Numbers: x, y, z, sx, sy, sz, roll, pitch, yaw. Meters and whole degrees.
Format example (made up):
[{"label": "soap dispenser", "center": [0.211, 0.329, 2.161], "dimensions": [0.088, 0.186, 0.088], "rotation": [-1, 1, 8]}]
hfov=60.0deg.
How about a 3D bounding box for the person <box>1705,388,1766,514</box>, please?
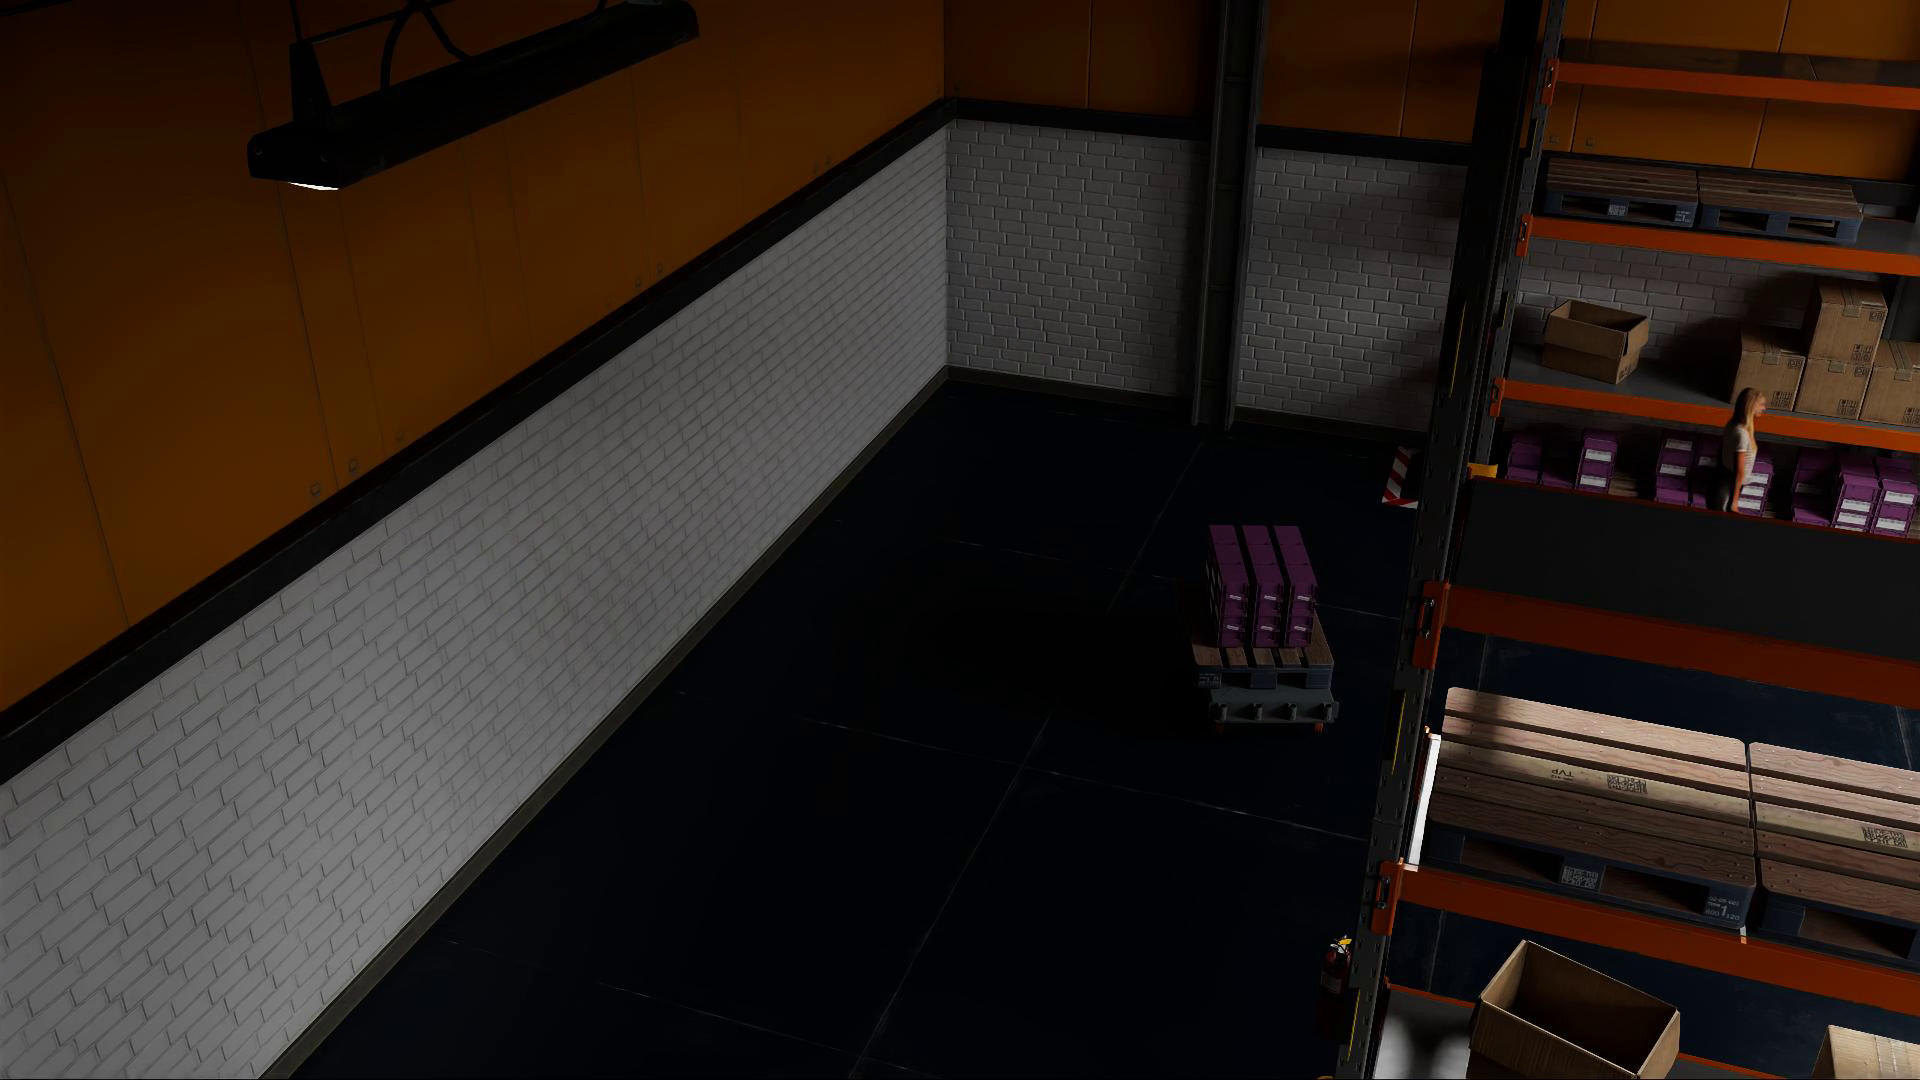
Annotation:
[{"label": "person", "center": [6.325, -0.407, 13.762], "dimensions": [0.598, 1.824, 0.648], "rotation": [4, 29, 7]}]
